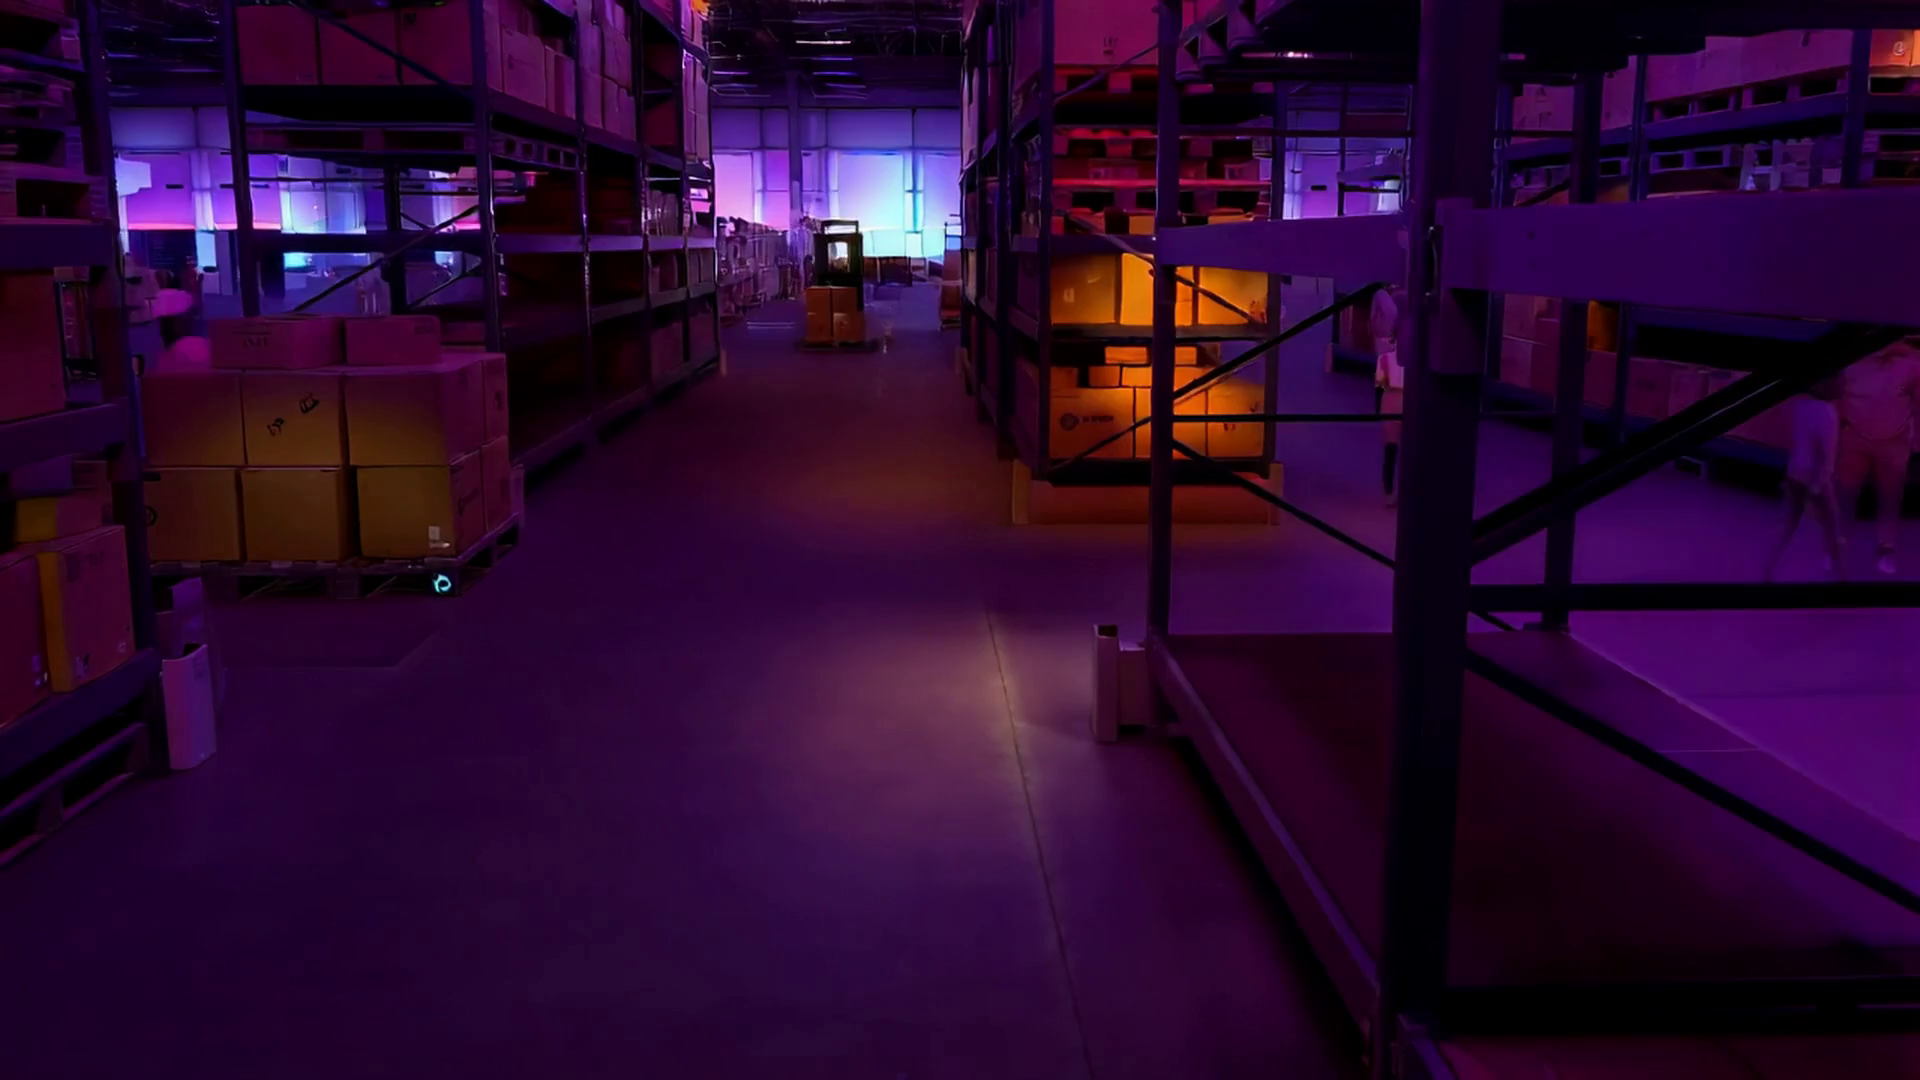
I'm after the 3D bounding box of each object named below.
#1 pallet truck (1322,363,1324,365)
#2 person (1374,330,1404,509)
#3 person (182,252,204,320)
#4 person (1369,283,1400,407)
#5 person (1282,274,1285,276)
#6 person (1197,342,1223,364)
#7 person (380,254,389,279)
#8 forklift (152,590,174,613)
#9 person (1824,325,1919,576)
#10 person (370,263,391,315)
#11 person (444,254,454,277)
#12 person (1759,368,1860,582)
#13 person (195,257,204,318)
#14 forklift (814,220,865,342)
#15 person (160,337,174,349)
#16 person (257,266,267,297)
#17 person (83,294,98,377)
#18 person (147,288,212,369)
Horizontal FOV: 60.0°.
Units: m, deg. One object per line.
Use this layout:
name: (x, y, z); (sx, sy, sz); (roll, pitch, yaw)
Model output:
pallet truck: (7.712, -4.157, 30.737); (1.885, 1.965, 0.823); (3, 11, 16)
person: (3.973, -1.129, 14.802); (0.552, 1.648, 0.843); (6, 12, 29)
person: (-23.005, -7.603, 49.818); (0.690, 2.000, 0.538); (7, 12, 33)
person: (6.138, -2.856, 23.666); (0.629, 1.937, 0.379); (3, 10, 14)
person: (11.440, -8.934, 57.515); (0.627, 1.941, 0.371); (-4, 11, -20)
person: (3.410, -2.791, 23.329); (0.573, 1.926, 0.459); (0, 10, -2)
person: (-21.513, -9.788, 62.344); (0.408, 1.918, 0.584); (1, 10, 4)
forklift: (-5.858, -0.811, 9.639); (1.873, 2.768, 1.129); (-1, 10, -3)
person: (6.459, -0.696, 11.750); (0.647, 1.898, 0.398); (5, 12, 28)
person: (-11.903, -4.786, 34.490); (0.620, 1.905, 1.016); (0, 10, -2)
person: (-21.353, -11.043, 69.535); (0.430, 1.845, 0.622); (-4, 11, -21)
person: (5.593, -0.367, 10.718); (0.818, 1.589, 0.526); (1, 10, 5)
person: (-23.082, -7.619, 50.200); (0.377, 1.932, 0.552); (-3, 11, -17)
forklift: (-2.738, -5.874, 37.842); (1.129, 2.768, 1.873); (0, 10, -2)
person: (-6.009, -0.754, 12.762); (0.849, 1.637, 0.552); (6, 12, 30)
person: (-29.663, -11.104, 69.956); (0.985, 1.820, 0.536); (3, 11, 17)
person: (-14.856, -3.581, 28.647); (0.844, 1.583, 0.525); (6, 12, 32)
person: (-5.292, -0.734, 11.594); (0.606, 2.026, 0.630); (2, 10, 10)
